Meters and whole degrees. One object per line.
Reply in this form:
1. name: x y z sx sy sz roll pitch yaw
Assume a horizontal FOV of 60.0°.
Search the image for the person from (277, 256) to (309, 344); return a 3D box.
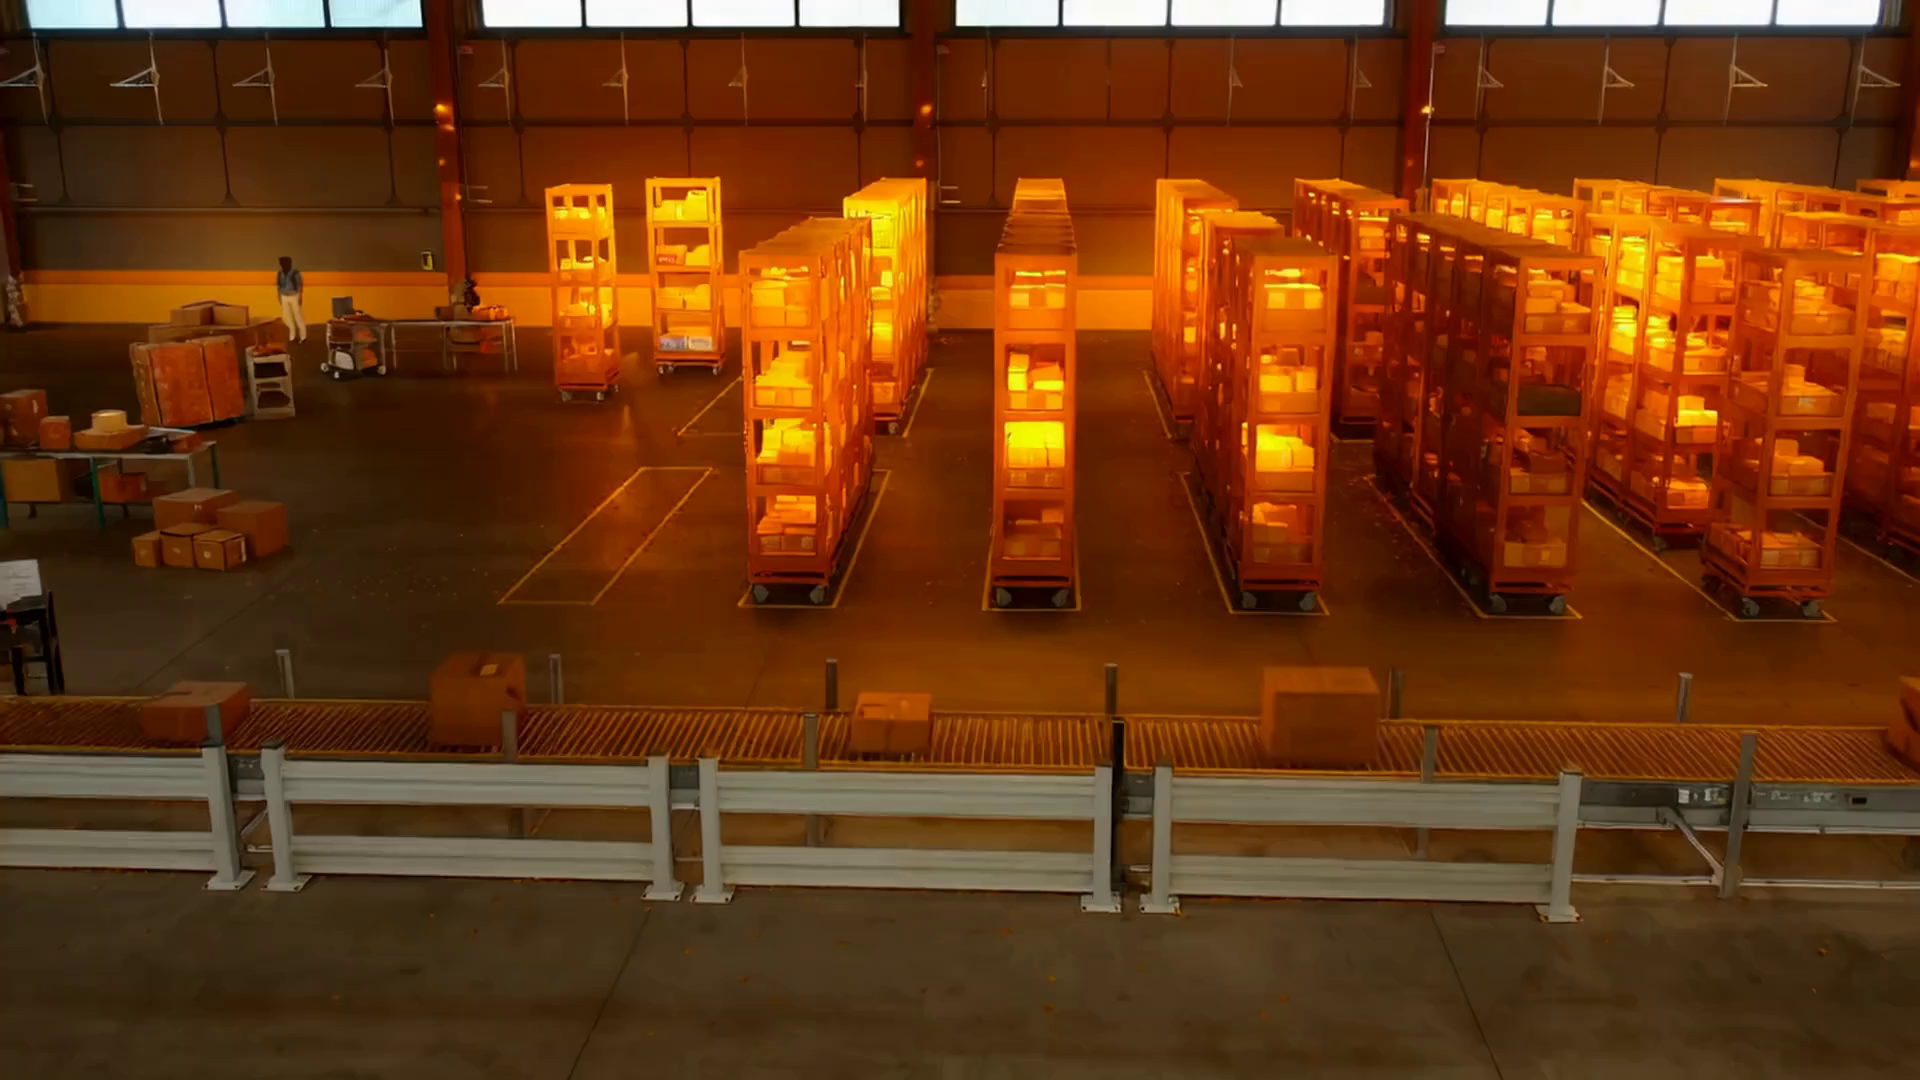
1. person: -13.933 -4.994 34.627 0.644 1.832 0.431 6 16 22
